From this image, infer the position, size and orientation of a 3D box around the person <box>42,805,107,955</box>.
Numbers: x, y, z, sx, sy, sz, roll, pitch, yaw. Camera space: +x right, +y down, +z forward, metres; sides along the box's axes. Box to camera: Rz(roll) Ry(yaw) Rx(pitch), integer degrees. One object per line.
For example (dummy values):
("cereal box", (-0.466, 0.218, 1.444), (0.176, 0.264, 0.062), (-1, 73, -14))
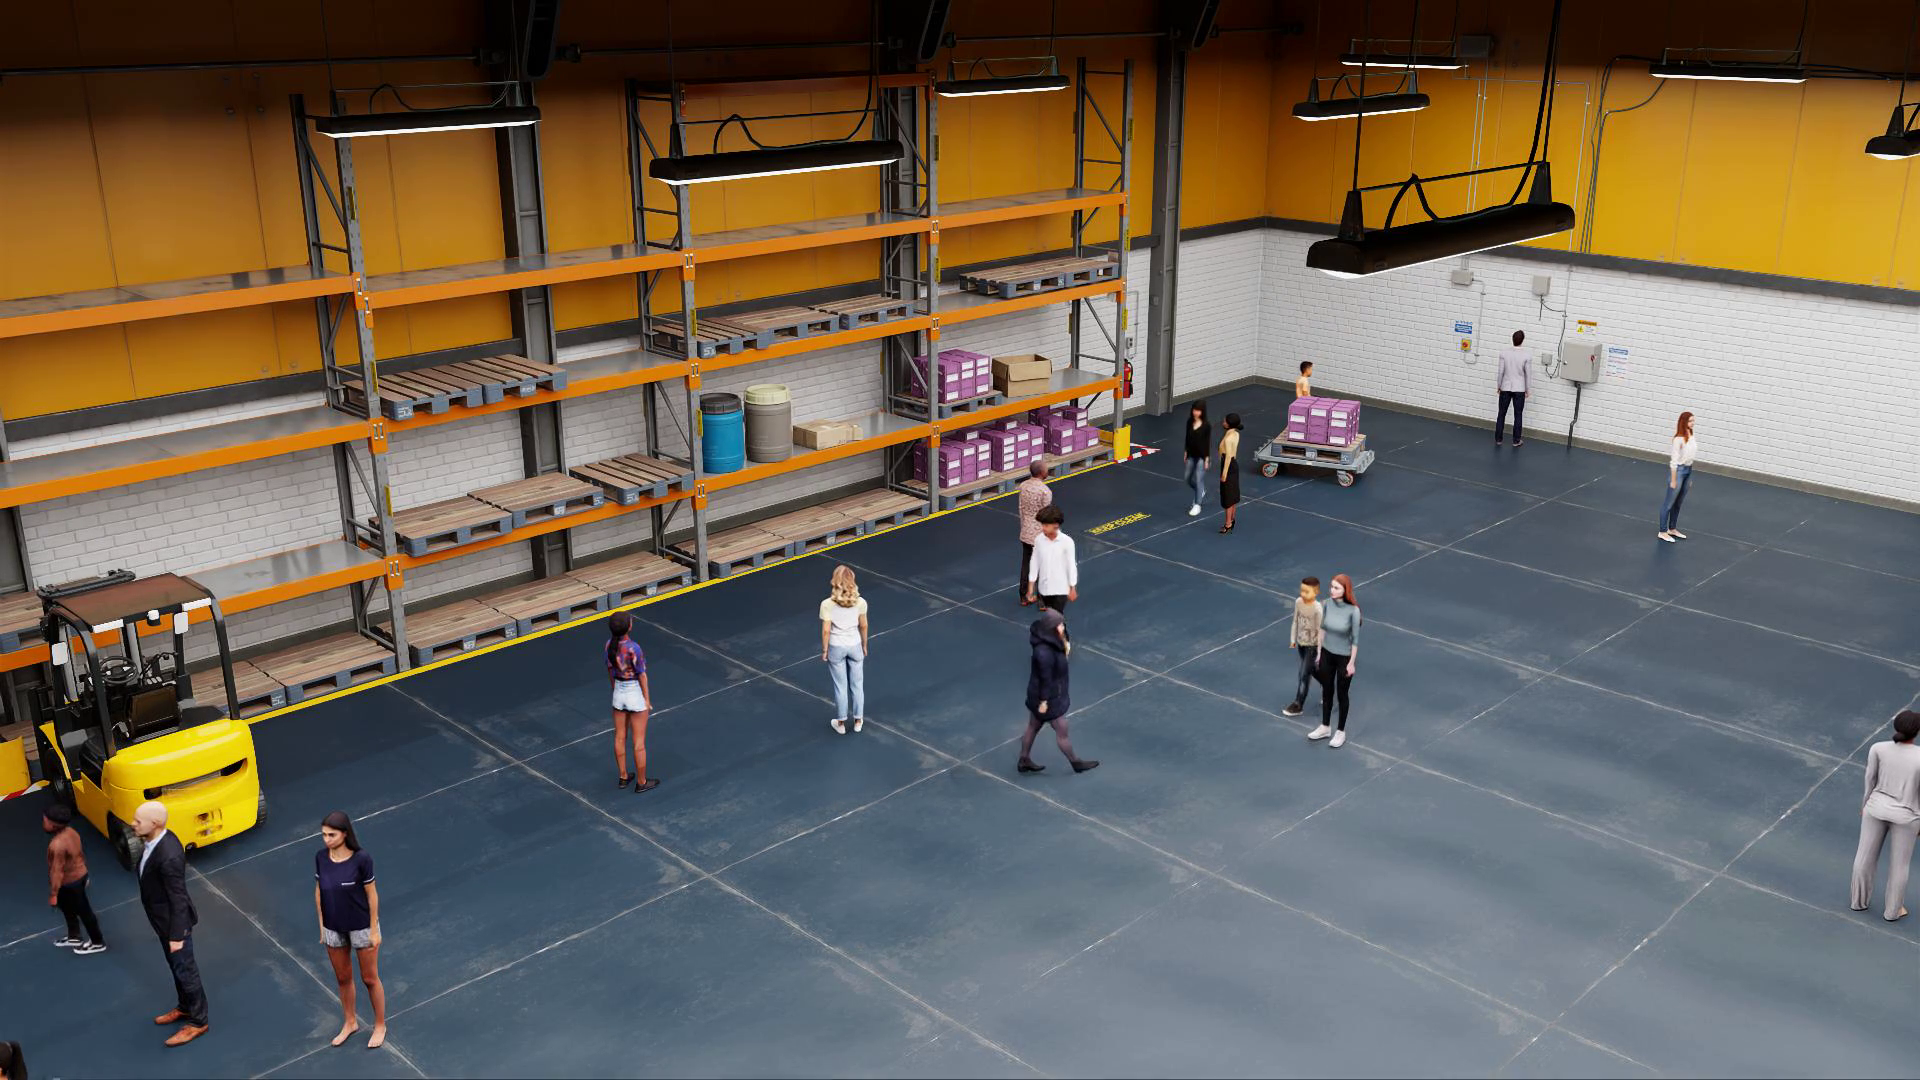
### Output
("person", (-6.665, 2.571, 12.612), (0.724, 1.242, 0.660), (-5, 19, -16))

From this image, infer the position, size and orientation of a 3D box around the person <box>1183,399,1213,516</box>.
("person", (3.342, -1.177, 23.130), (0.624, 1.632, 0.749), (14, 23, 36))

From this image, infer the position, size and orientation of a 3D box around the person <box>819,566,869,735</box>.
("person", (-1.122, 1.074, 16.303), (0.652, 1.723, 0.769), (-5, 19, -15))

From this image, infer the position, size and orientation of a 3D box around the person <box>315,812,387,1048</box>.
("person", (-4.202, 2.676, 11.481), (0.666, 1.765, 0.703), (2, 19, 7))

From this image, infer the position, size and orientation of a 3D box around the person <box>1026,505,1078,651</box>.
("person", (1.054, 0.476, 18.026), (0.817, 1.757, 1.177), (11, 21, 29))

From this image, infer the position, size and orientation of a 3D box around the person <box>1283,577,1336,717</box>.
("person", (3.589, 1.049, 16.818), (1.040, 1.443, 0.767), (-11, 21, -29))

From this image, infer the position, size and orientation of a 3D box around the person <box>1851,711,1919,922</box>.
("person", (7.339, 2.151, 13.084), (0.632, 1.737, 0.553), (16, 24, 39))

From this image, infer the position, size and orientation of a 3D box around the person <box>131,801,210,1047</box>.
("person", (-5.490, 2.624, 11.580), (0.623, 1.800, 0.714), (-13, 23, -34))

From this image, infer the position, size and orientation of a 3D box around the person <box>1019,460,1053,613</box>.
("person", (0.898, -0.068, 19.562), (0.587, 1.808, 0.685), (-16, 24, -39))

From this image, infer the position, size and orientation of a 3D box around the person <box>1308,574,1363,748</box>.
("person", (3.642, 1.151, 16.045), (0.533, 1.742, 0.591), (-16, 24, -39))

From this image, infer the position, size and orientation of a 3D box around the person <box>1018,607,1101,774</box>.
("person", (0.725, 1.425, 15.389), (1.095, 1.641, 1.048), (0, 19, 1))

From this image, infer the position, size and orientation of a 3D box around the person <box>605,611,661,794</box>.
("person", (-3.018, 1.454, 15.144), (0.643, 1.742, 0.612), (10, 21, 27))

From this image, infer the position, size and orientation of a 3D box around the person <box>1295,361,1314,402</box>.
("person", (5.351, -2.086, 26.107), (0.643, 1.454, 0.592), (-1, 19, -4))

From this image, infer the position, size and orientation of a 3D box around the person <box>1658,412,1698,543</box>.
("person", (9.527, -0.858, 22.032), (0.502, 1.728, 0.672), (-12, 22, -32))

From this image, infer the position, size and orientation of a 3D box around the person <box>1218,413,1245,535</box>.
("person", (3.608, -0.898, 22.269), (0.698, 1.653, 0.581), (9, 20, 24))

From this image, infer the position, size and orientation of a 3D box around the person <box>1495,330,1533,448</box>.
("person", (8.805, -2.420, 26.477), (0.742, 1.852, 0.692), (9, 21, 25))
